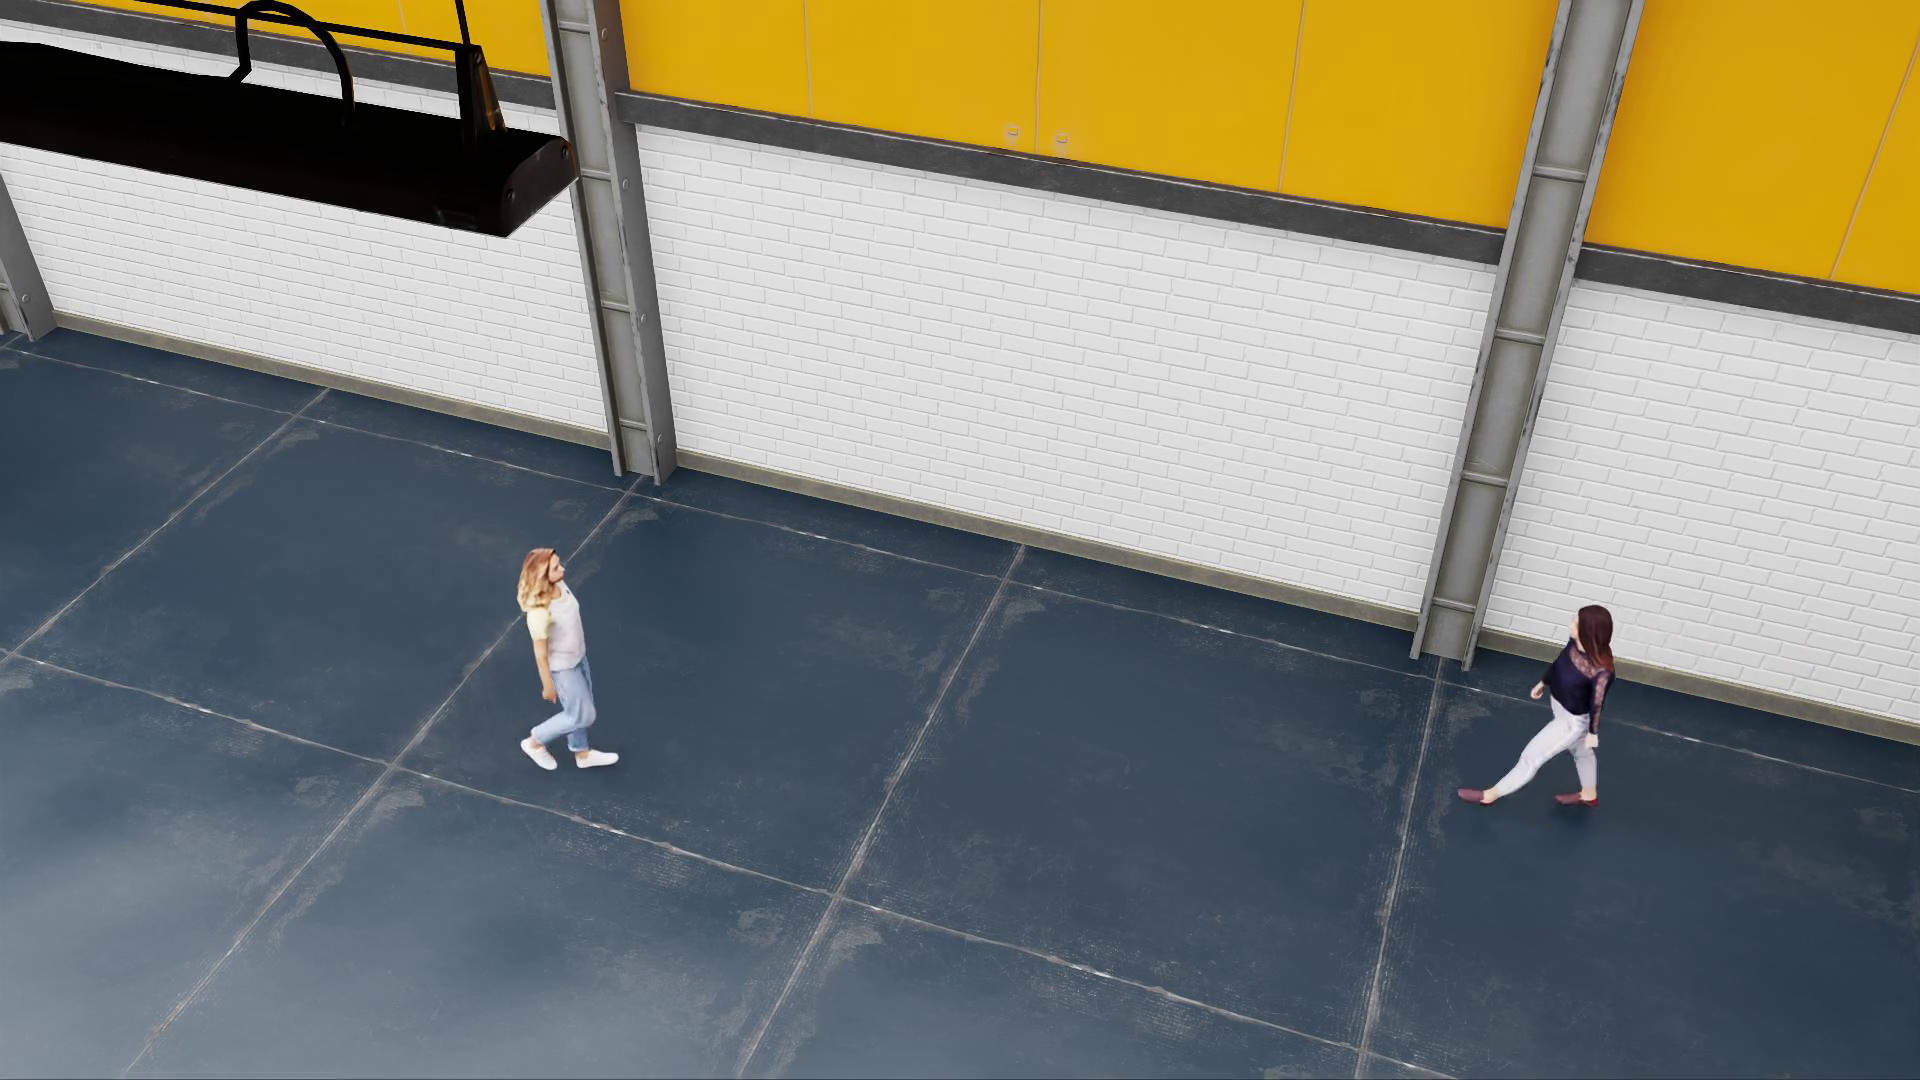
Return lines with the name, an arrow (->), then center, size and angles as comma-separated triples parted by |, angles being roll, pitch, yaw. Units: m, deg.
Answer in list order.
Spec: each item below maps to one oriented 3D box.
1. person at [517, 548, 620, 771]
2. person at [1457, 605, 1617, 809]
person -> -2.419, 0.734, 9.779 | 0.899, 1.713, 0.793 | -2, 39, -3
person -> 3.561, 1.020, 9.549 | 1.140, 1.554, 0.795 | 4, 39, 5
